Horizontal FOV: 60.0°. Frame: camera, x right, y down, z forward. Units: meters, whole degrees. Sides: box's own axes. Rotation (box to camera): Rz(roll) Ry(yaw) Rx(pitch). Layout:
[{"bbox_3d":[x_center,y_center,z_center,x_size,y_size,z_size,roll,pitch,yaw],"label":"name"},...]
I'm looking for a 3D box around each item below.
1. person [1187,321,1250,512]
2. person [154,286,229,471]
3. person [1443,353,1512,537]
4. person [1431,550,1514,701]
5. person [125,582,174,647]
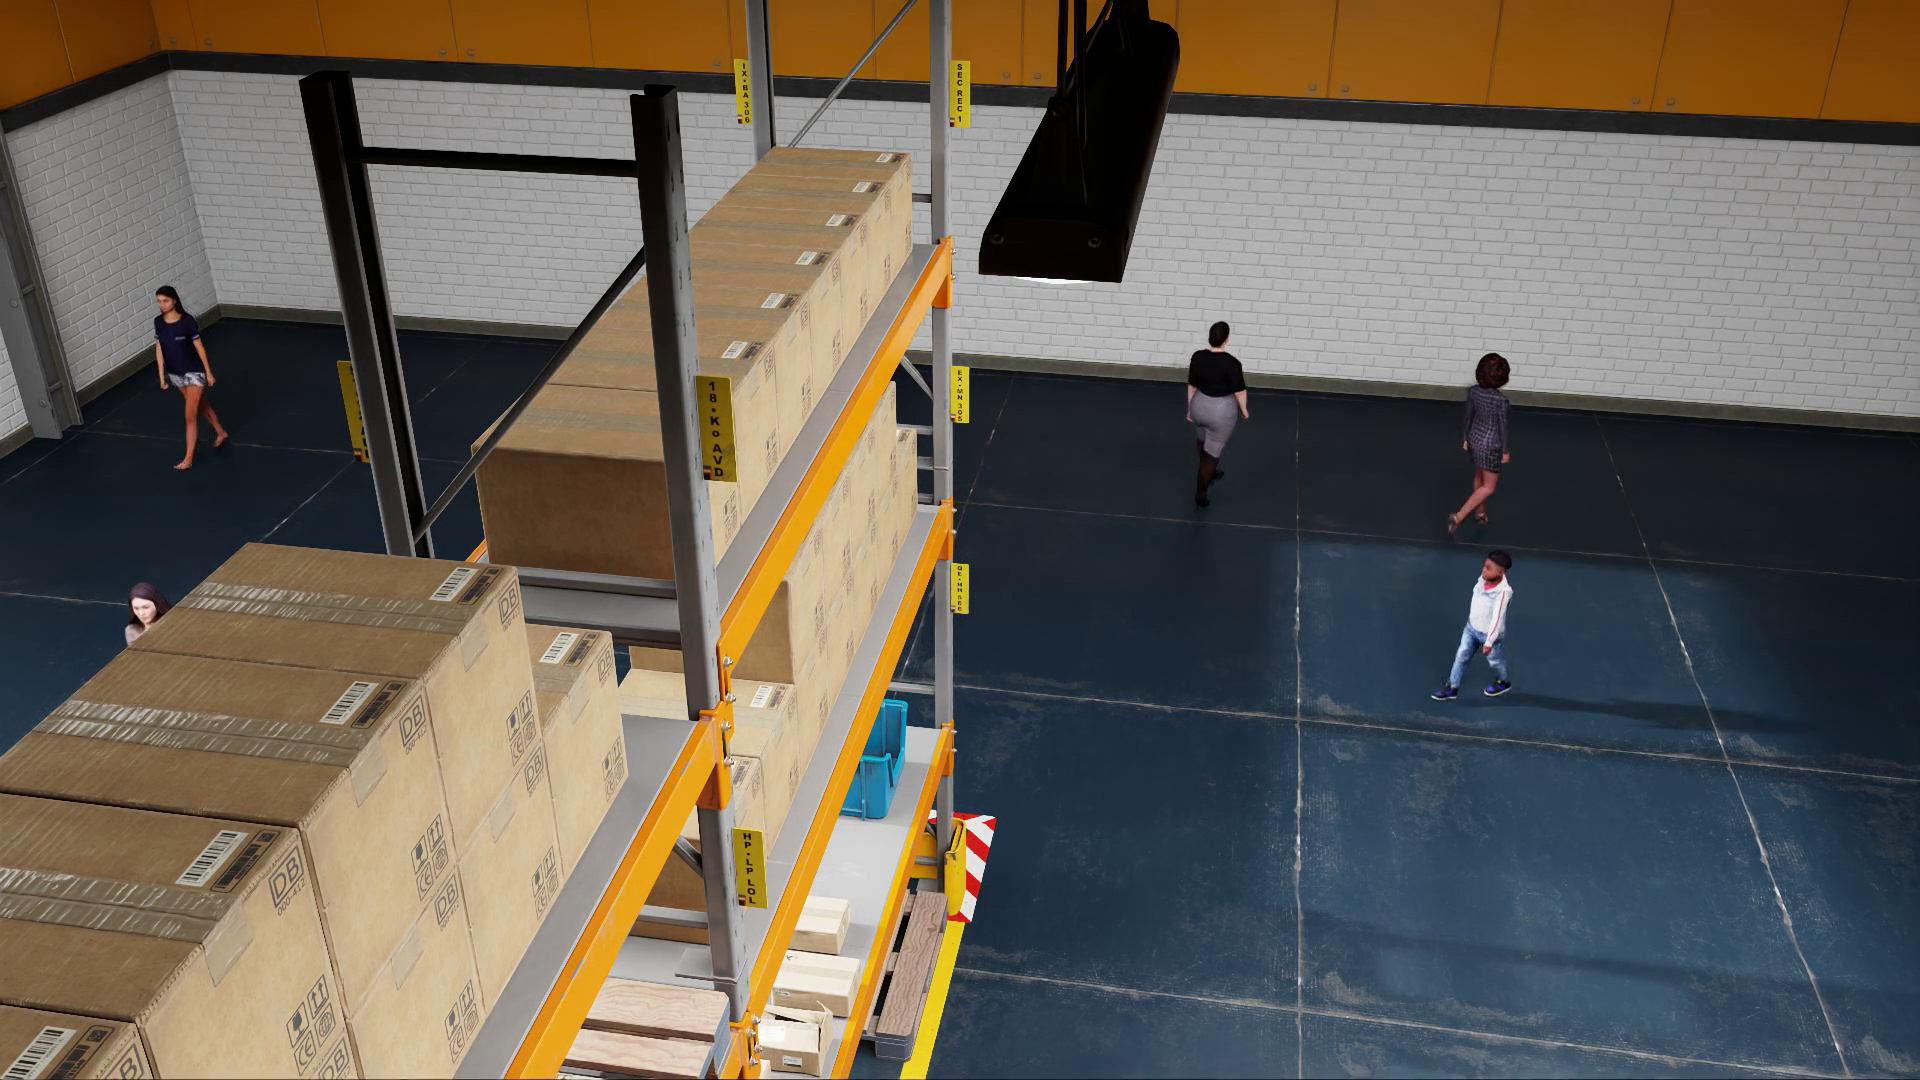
[{"bbox_3d":[2.219,-1.071,14.828,0.940,1.733,1.067,23,36,35],"label":"person"},{"bbox_3d":[-7.285,-1.582,15.782,0.599,1.716,1.112,4,29,8],"label":"person"},{"bbox_3d":[4.494,-0.770,14.330,0.963,1.681,0.950,-13,31,-23],"label":"person"},{"bbox_3d":[3.926,0.637,12.219,0.820,1.232,0.871,-10,30,-17],"label":"person"},{"bbox_3d":[-5.172,1.031,10.962,0.661,1.744,0.630,-5,29,-10],"label":"person"}]
